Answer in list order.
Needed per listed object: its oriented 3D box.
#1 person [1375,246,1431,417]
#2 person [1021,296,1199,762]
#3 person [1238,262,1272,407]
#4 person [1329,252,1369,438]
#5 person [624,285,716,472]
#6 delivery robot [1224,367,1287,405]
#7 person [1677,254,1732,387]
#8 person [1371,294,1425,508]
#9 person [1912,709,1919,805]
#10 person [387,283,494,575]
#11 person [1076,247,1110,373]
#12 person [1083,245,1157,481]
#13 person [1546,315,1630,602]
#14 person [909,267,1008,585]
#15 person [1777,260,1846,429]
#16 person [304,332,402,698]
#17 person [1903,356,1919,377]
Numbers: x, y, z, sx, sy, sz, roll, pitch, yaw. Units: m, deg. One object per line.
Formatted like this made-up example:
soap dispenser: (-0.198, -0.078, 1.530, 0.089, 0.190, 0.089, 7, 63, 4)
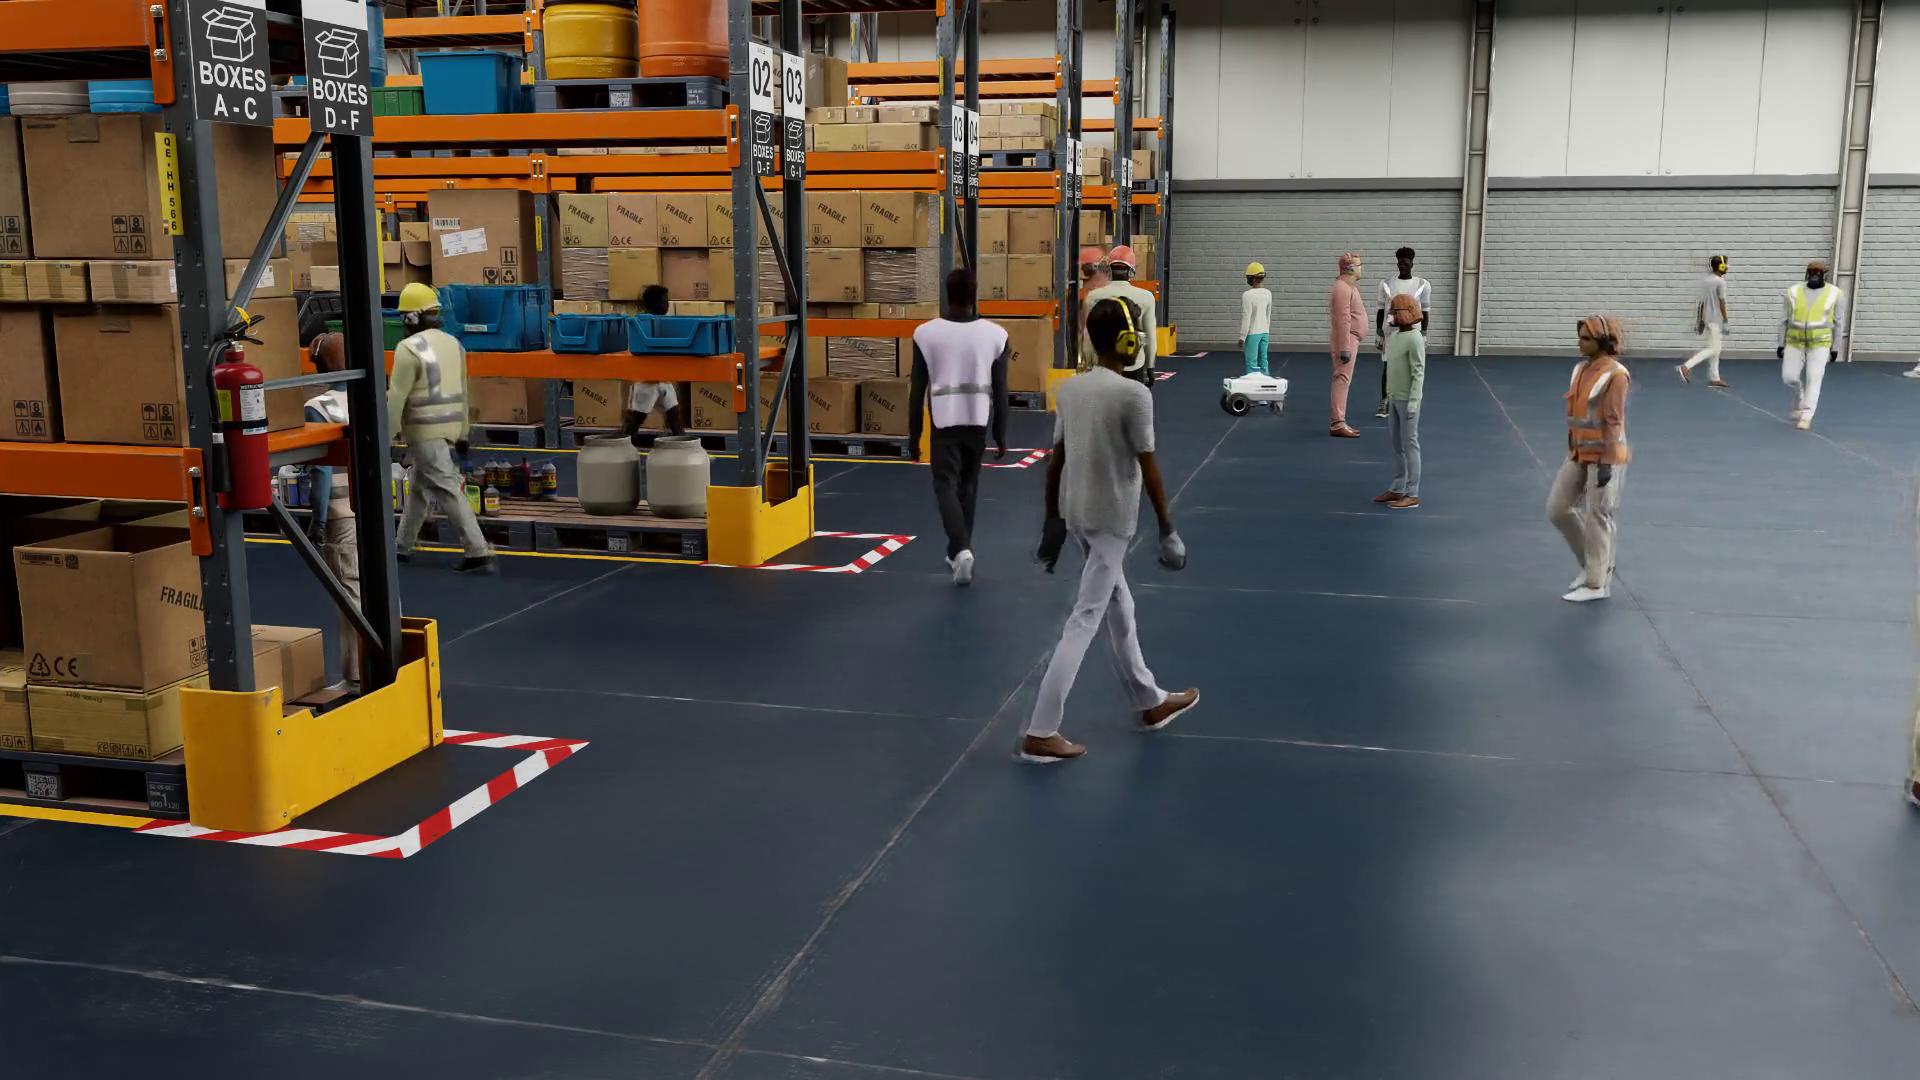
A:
person: (5.076, -2.378, 19.118, 0.600, 1.967, 0.367, 4, 11, 20)
person: (0.618, -0.048, 6.617, 0.990, 1.817, 0.505, -7, 12, -32)
person: (3.608, -2.509, 20.403, 0.523, 1.769, 0.313, -10, 14, -43)
person: (4.041, -2.029, 17.339, 0.410, 1.913, 0.651, 2, 11, 13)
person: (-2.637, -1.406, 14.597, 0.889, 1.640, 0.548, 1, 10, 5)
delivery robot: (3.459, -1.782, 19.470, 0.707, 0.478, 0.477, 0, 10, -2)
person: (10.387, -3.030, 23.061, 0.726, 1.851, 0.520, 0, 10, 2)
person: (3.387, -1.060, 12.740, 0.281, 1.633, 0.501, -1, 10, -8)
person: (3.553, 0.246, 5.597, 0.519, 1.587, 0.835, -1, 10, -8)
person: (-3.270, -0.667, 10.183, 0.932, 1.787, 0.594, 2, 10, 12)
person: (1.598, -2.298, 18.672, 0.728, 1.972, 0.645, -1, 10, -8)
person: (1.347, -1.476, 14.039, 0.617, 1.993, 0.396, 1, 10, 6)
person: (3.547, -0.450, 9.372, 0.370, 1.624, 0.531, -2, 10, -10)
person: (0.002, -0.694, 10.017, 0.599, 1.887, 0.887, -2, 10, -12)
person: (9.248, -2.127, 18.101, 0.645, 1.832, 0.506, 8, 13, 37)
person: (-2.725, -0.109, 7.458, 0.313, 1.636, 0.517, 4, 11, 20)
person: (14.610, -3.328, 24.684, 0.889, 1.856, 0.578, 3, 11, 17)
